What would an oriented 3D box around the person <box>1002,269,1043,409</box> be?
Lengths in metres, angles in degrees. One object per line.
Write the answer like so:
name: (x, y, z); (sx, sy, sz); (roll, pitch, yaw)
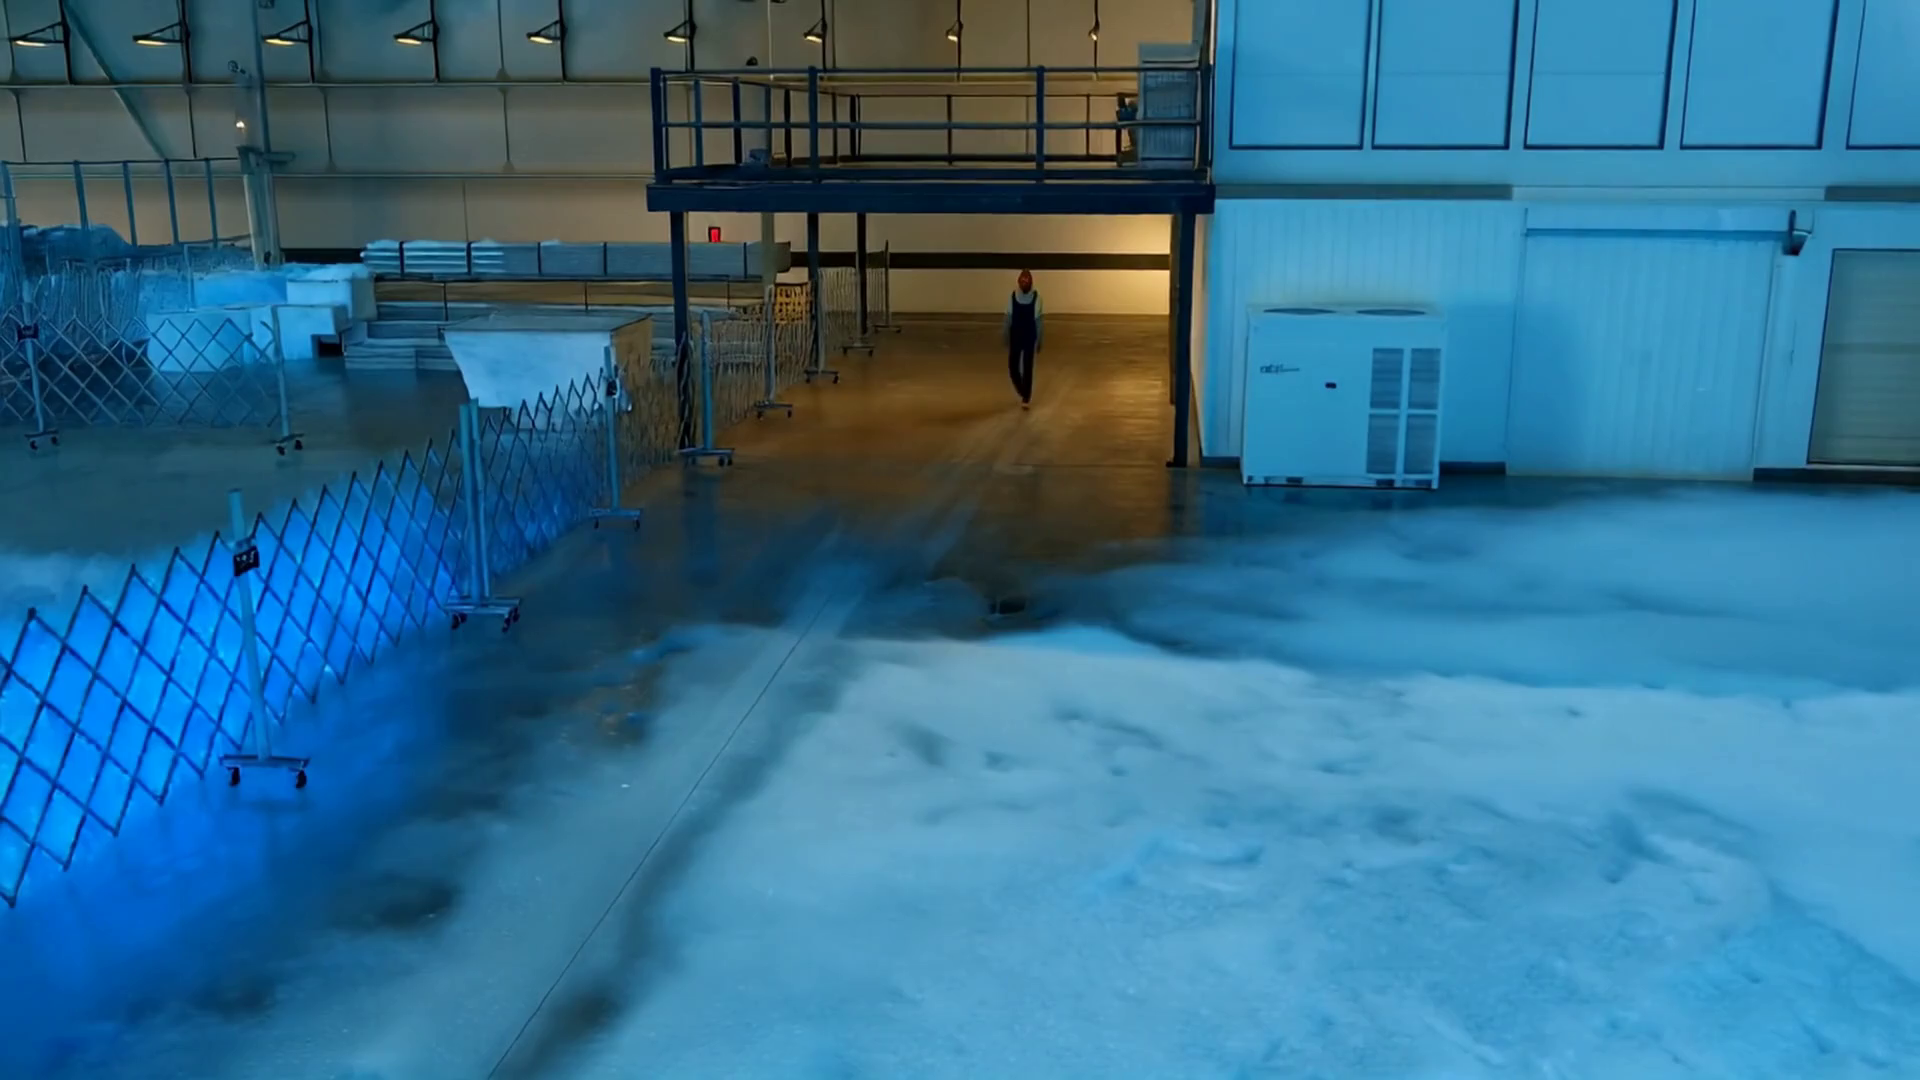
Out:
person: (0.825, -2.650, 21.819); (0.532, 1.827, 0.614); (1, 14, 5)
